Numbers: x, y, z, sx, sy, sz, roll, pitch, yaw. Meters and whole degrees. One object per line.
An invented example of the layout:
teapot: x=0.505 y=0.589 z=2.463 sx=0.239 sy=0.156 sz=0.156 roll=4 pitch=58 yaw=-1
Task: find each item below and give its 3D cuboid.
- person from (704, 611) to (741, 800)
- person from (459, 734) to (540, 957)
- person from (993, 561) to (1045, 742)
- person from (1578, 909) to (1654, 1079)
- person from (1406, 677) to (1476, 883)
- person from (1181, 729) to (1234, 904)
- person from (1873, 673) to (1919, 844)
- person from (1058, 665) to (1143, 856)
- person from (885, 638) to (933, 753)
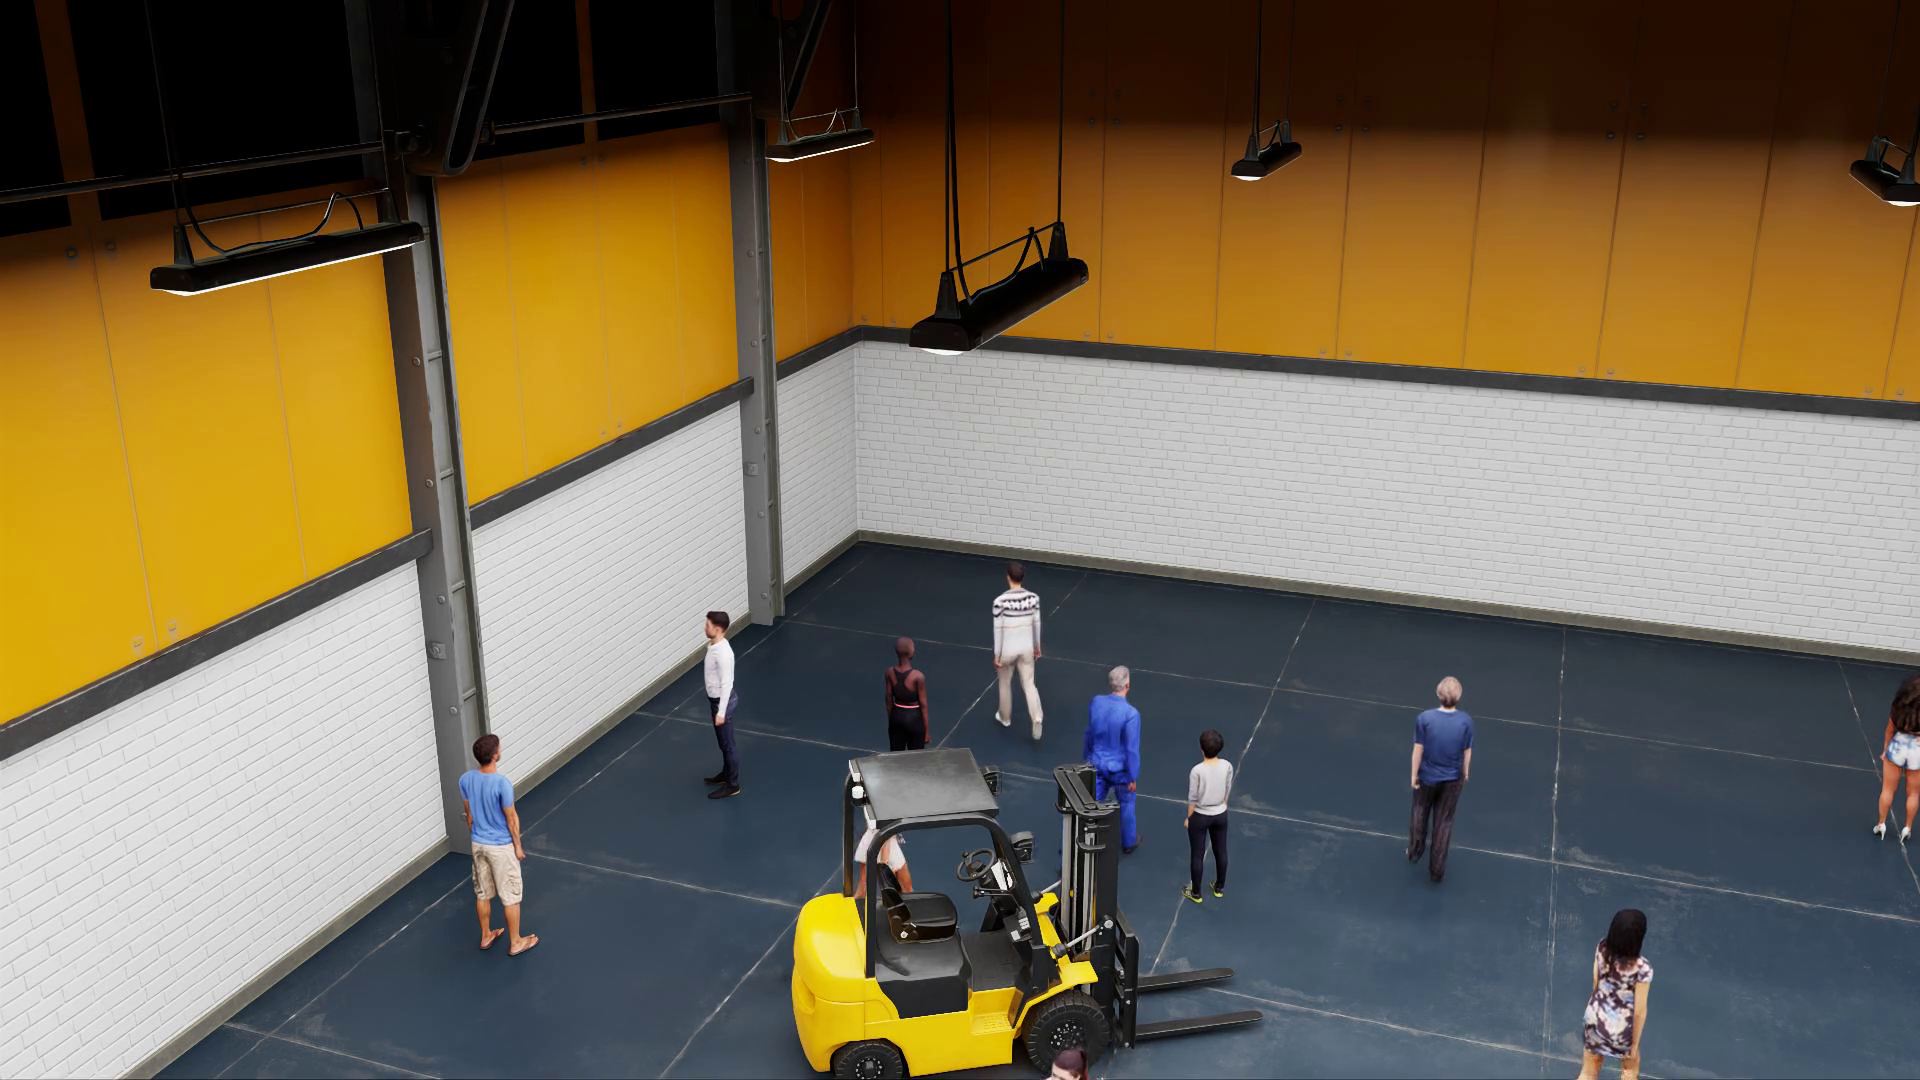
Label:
person: x=-2.263 y=1.544 z=15.900 sx=0.783 sy=1.869 sz=0.690 roll=-4 pitch=19 yaw=-11
person: x=-3.728 y=2.425 z=13.296 sx=0.638 sy=1.863 sz=0.533 roll=7 pitch=20 yaw=20
person: x=0.612 y=1.156 z=17.104 sx=1.081 sy=1.836 sz=1.185 roll=-6 pitch=20 yaw=-18
person: x=4.266 y=3.265 z=11.039 sx=0.982 sy=1.710 sz=0.870 roll=-14 pitch=23 yaw=-37
person: x=4.141 y=2.088 z=14.309 sx=0.709 sy=1.855 sz=0.787 roll=5 pitch=19 yaw=13
person: x=2.105 y=2.325 z=14.078 sx=0.616 sy=1.553 sz=0.658 roll=-6 pitch=20 yaw=-18
person: x=8.553 y=1.965 z=15.032 sx=0.575 sy=1.627 sz=0.572 roll=9 pitch=21 yaw=24
person: x=1.252 y=2.033 z=14.581 sx=1.065 sy=1.785 sz=1.300 roll=17 pitch=25 yaw=41
person: x=-0.506 y=1.737 z=15.496 sx=0.592 sy=1.762 sz=0.541 roll=8 pitch=20 yaw=23
